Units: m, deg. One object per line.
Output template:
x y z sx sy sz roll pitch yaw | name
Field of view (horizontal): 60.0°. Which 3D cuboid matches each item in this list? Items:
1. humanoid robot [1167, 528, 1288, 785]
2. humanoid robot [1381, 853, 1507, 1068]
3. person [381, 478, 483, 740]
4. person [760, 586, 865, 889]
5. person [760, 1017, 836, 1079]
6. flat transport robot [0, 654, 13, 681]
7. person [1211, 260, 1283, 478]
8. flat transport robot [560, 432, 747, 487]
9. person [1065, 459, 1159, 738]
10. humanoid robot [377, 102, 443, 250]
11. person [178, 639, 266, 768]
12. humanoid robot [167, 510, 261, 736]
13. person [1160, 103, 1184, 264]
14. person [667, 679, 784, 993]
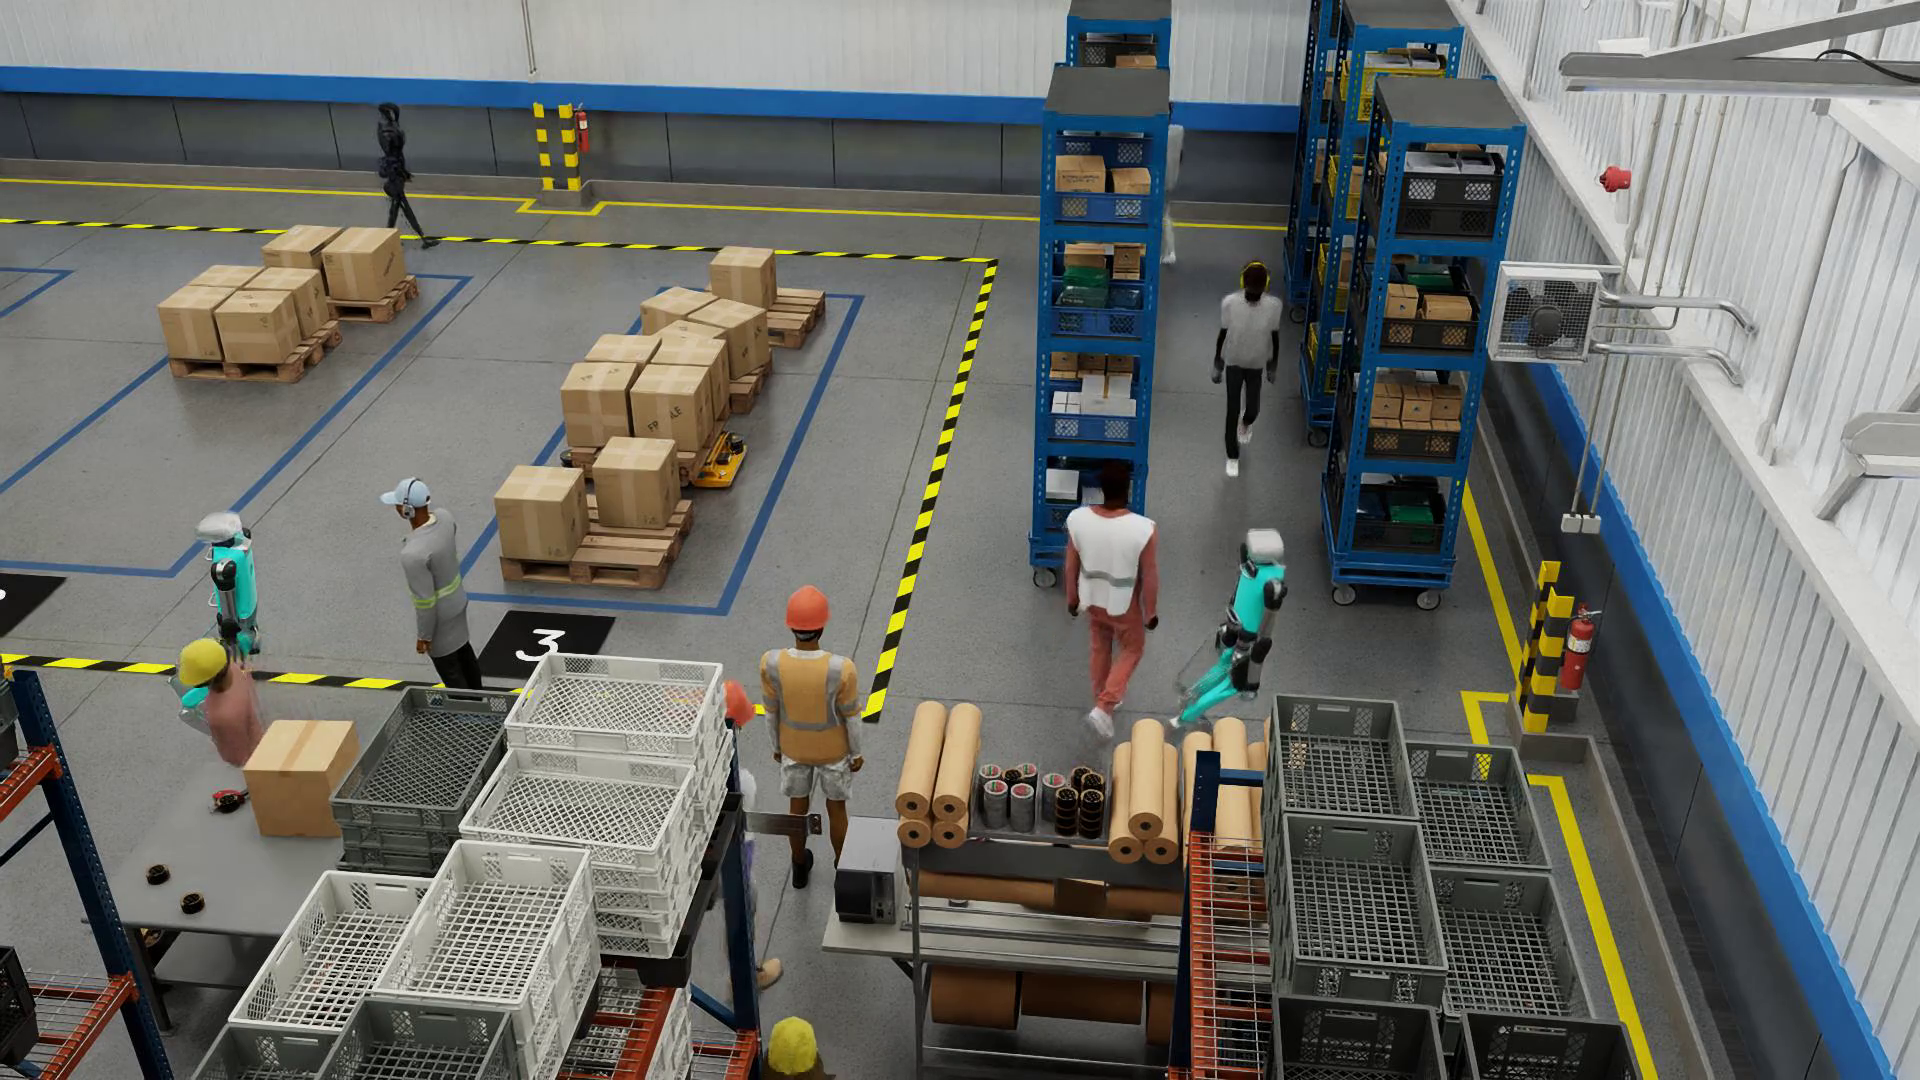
1.483 0.731 9.946 0.802 1.759 0.544 -5 31 -9 | humanoid robot
2.242 2.136 7.638 0.613 1.653 0.517 18 35 28 | humanoid robot
-3.266 0.440 10.345 0.398 1.852 0.589 3 30 5 | person
-0.792 1.107 9.115 0.543 1.937 0.353 4 30 7 | person
-0.646 2.652 6.703 0.474 1.681 0.874 1 30 2 | person
-7.142 0.969 11.010 1.431 0.231 0.659 3 30 6 | flat transport robot
2.330 -1.460 13.619 0.531 1.845 0.612 4 30 6 | person
-2.554 -0.707 13.861 1.431 0.197 0.652 3 30 6 | flat transport robot
0.934 0.383 10.389 0.620 1.903 0.566 15 34 24 | person
-6.093 -3.977 18.137 0.728 1.627 0.615 -2 30 -3 | humanoid robot
-3.896 1.202 9.151 0.473 1.723 0.572 -9 32 -16 | person
-4.523 0.617 10.021 0.735 1.677 0.533 -5 31 -8 | humanoid robot
2.133 -3.770 17.588 0.567 1.829 0.529 -20 36 -30 | person
-1.274 1.593 8.235 0.624 2.001 0.743 18 35 28 | person
